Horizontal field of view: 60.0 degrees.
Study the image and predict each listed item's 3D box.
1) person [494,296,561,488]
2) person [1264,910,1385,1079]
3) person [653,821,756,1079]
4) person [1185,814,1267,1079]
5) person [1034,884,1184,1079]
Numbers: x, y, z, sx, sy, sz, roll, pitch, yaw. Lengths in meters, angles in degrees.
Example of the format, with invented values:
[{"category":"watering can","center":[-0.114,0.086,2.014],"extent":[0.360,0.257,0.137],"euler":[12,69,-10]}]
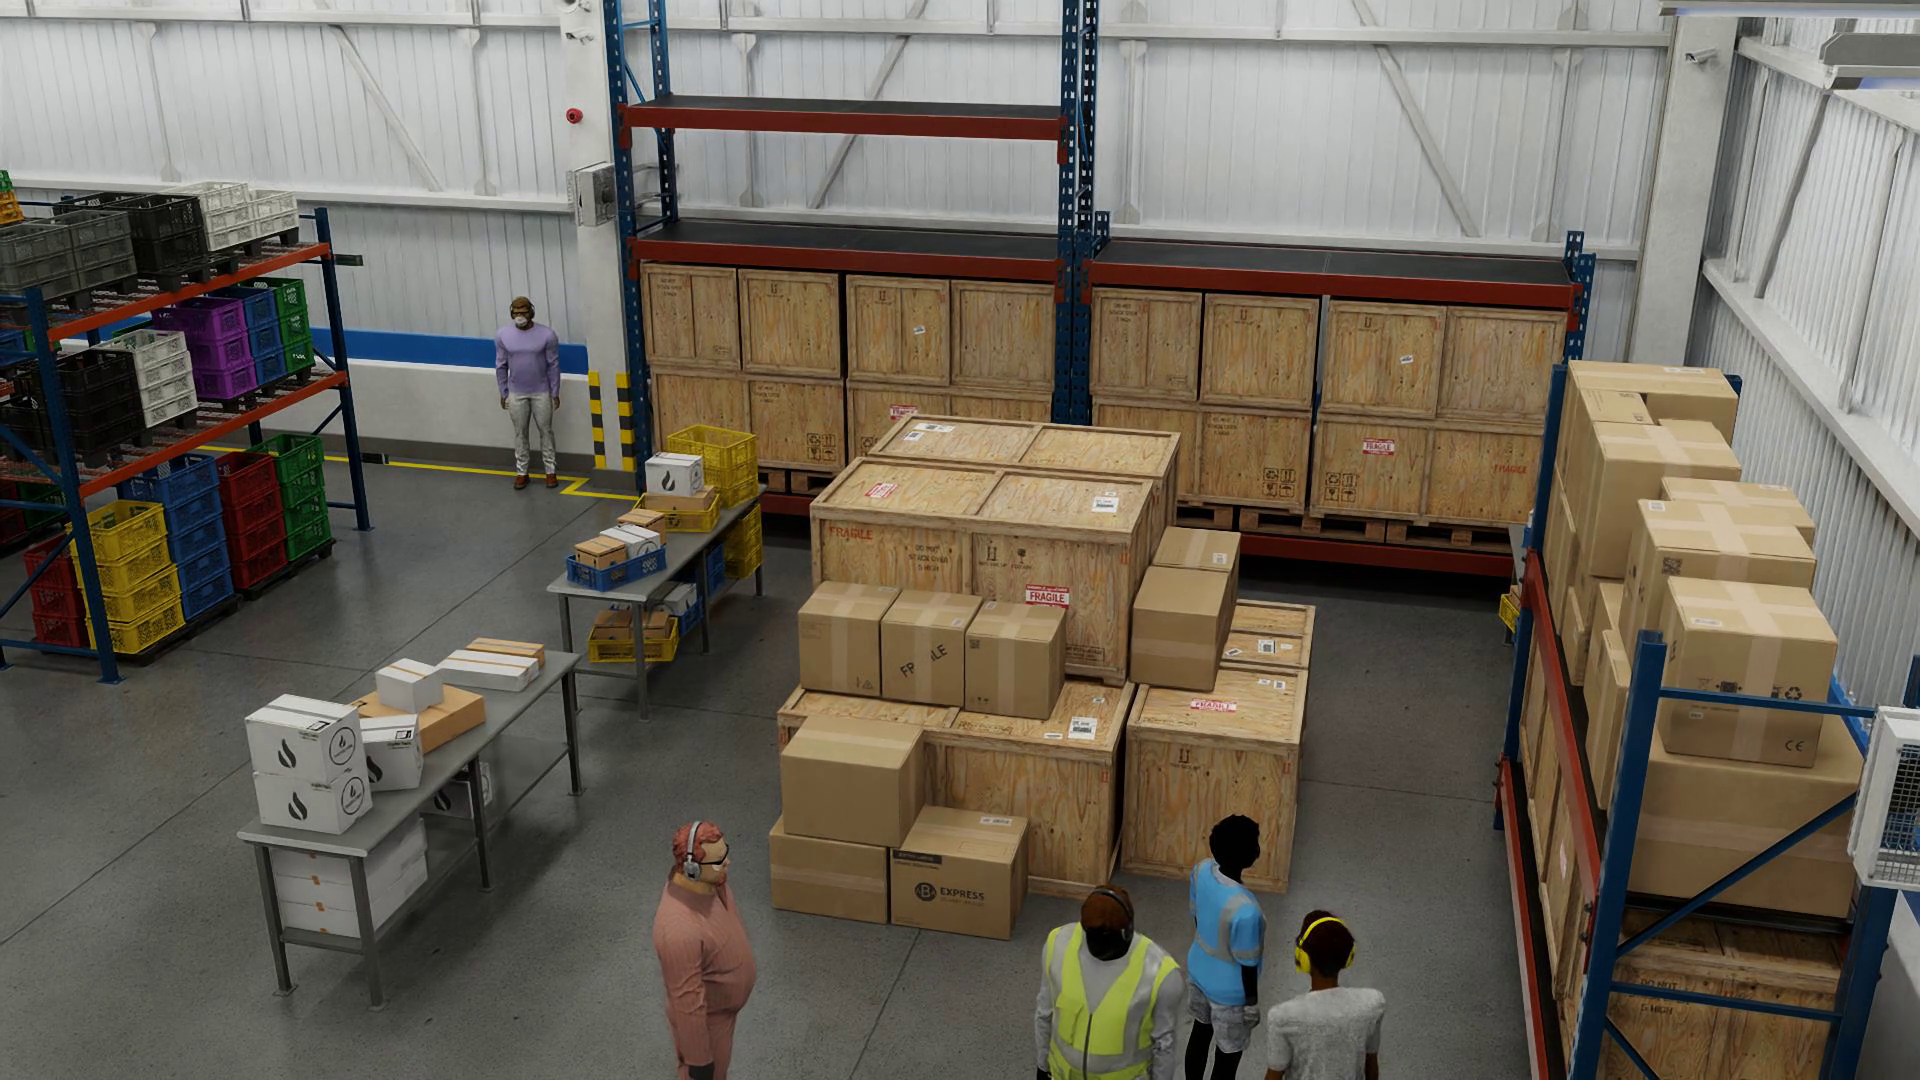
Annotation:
[{"category":"person","center":[-4.272,-1.465,16.524],"extent":[0.630,1.940,0.372],"euler":[-2,21,-6]},{"category":"person","center":[1.424,2.338,6.694],"extent":[0.533,1.856,0.341],"euler":[-4,21,-11]},{"category":"person","center":[-1.092,2.079,7.293],"extent":[0.409,1.907,0.651],"euler":[0,21,-1]},{"category":"person","center":[1.232,2.034,7.703],"extent":[0.318,1.697,0.534],"euler":[-7,22,-19]},{"category":"person","center":[0.593,2.244,6.966],"extent":[0.627,1.836,0.428],"euler":[10,23,24]}]
